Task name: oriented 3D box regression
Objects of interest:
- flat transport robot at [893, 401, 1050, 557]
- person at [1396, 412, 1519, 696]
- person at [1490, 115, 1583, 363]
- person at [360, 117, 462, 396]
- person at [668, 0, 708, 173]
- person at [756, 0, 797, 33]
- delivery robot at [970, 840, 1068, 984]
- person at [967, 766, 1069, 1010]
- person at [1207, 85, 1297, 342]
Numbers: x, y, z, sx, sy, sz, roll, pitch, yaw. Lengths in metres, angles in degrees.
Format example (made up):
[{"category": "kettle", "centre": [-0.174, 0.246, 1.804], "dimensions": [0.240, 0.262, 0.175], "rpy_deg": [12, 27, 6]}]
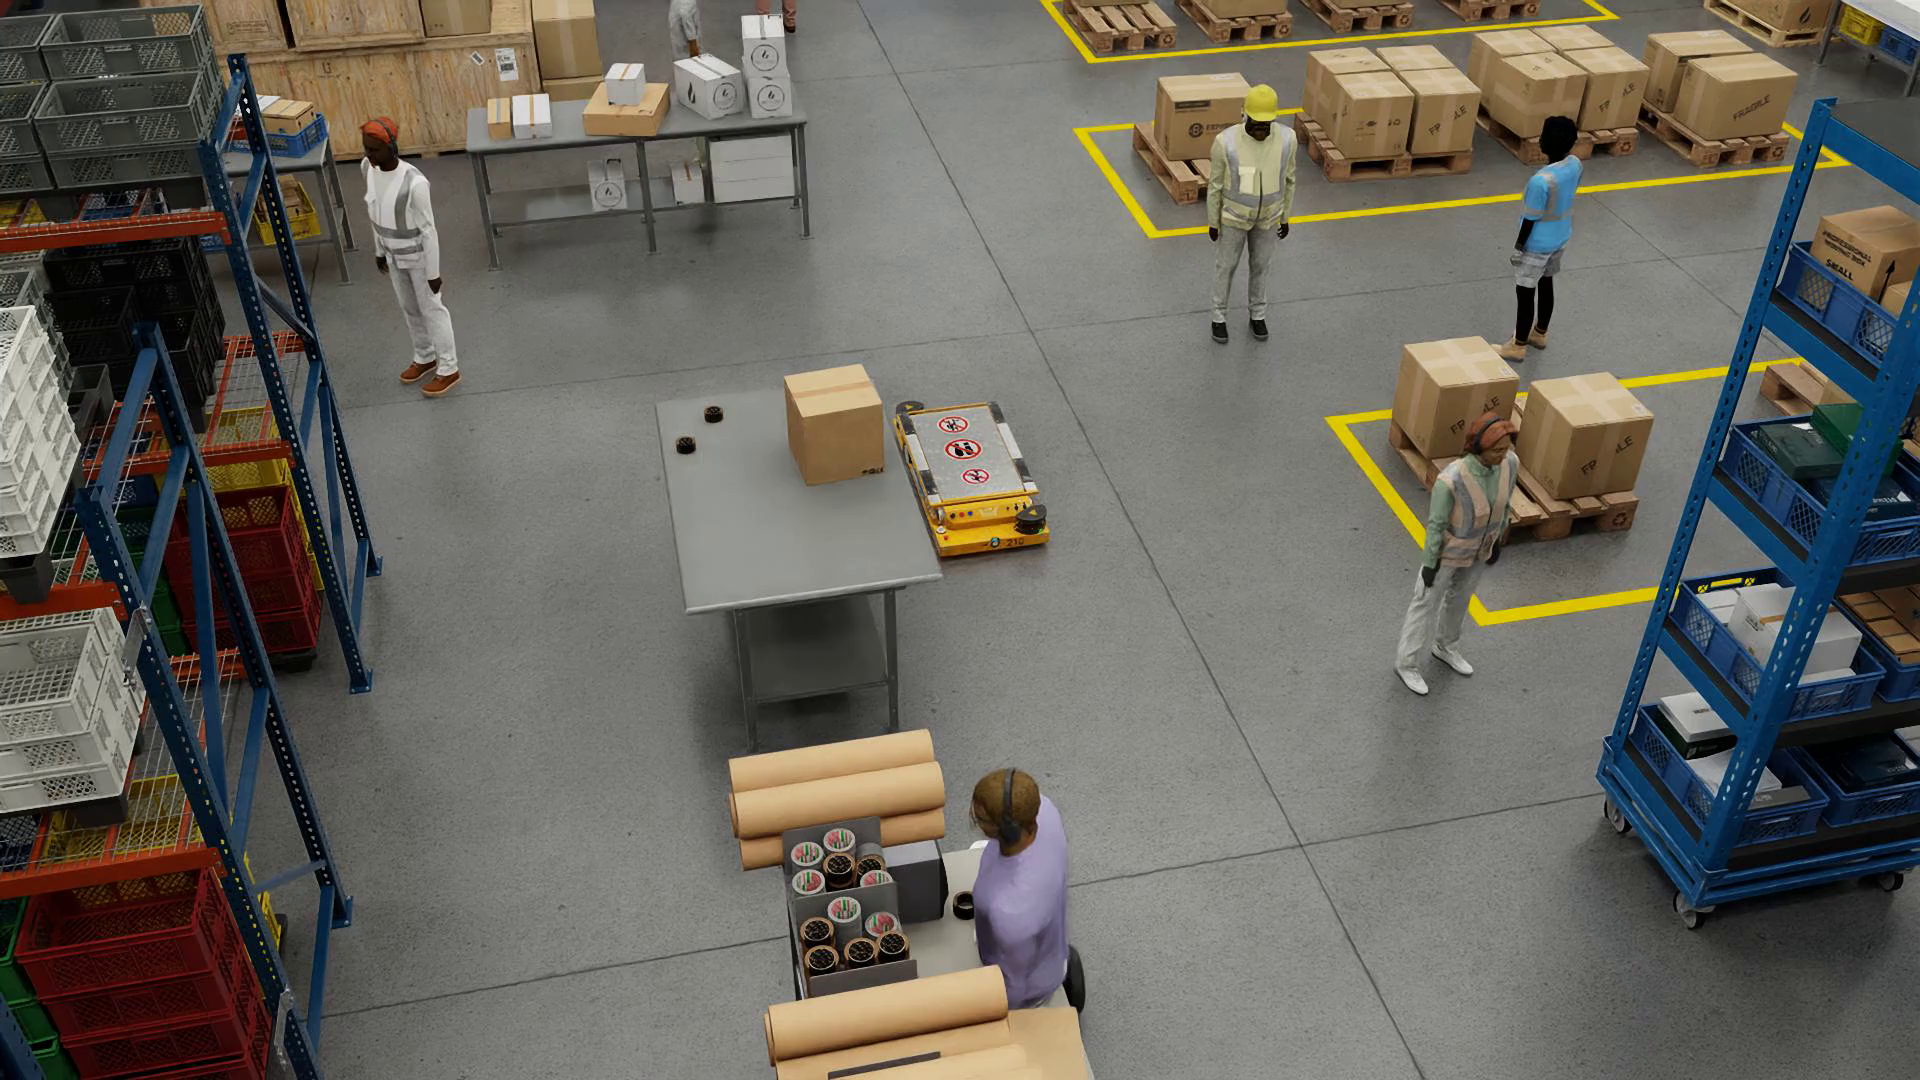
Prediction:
[{"category": "flat transport robot", "centre": [0.046, -0.430, 10.108], "dimensions": [0.652, 0.197, 1.431], "rpy_deg": [-8, 37, -10]}, {"category": "person", "centre": [2.499, 0.060, 8.320], "dimensions": [0.518, 1.632, 0.315], "rpy_deg": [-19, 41, -23]}, {"category": "person", "centre": [3.847, -1.991, 11.026], "dimensions": [0.533, 1.694, 0.320], "rpy_deg": [-29, 46, -33]}, {"category": "person", "centre": [-3.518, -1.807, 10.629], "dimensions": [0.577, 1.878, 0.349], "rpy_deg": [24, 43, 29]}, {"category": "person", "centre": [-2.169, -3.713, 13.196], "dimensions": [0.309, 1.864, 0.535], "rpy_deg": [-8, 37, -11]}, {"category": "person", "centre": [-1.869, -5.821, 15.996], "dimensions": [0.646, 1.904, 0.401], "rpy_deg": [-19, 41, -24]}, {"category": "delivery robot", "centre": [0.234, 1.591, 7.081], "dimensions": [0.477, 0.478, 0.707], "rpy_deg": [-5, 37, -6]}, {"category": "person", "centre": [0.206, 1.554, 6.068], "dimensions": [0.372, 1.930, 0.627], "rpy_deg": [7, 37, 9]}, {"category": "person", "centre": [1.947, -2.186, 11.182], "dimensions": [0.585, 1.824, 0.403], "rpy_deg": [-4, 37, -5]}]
